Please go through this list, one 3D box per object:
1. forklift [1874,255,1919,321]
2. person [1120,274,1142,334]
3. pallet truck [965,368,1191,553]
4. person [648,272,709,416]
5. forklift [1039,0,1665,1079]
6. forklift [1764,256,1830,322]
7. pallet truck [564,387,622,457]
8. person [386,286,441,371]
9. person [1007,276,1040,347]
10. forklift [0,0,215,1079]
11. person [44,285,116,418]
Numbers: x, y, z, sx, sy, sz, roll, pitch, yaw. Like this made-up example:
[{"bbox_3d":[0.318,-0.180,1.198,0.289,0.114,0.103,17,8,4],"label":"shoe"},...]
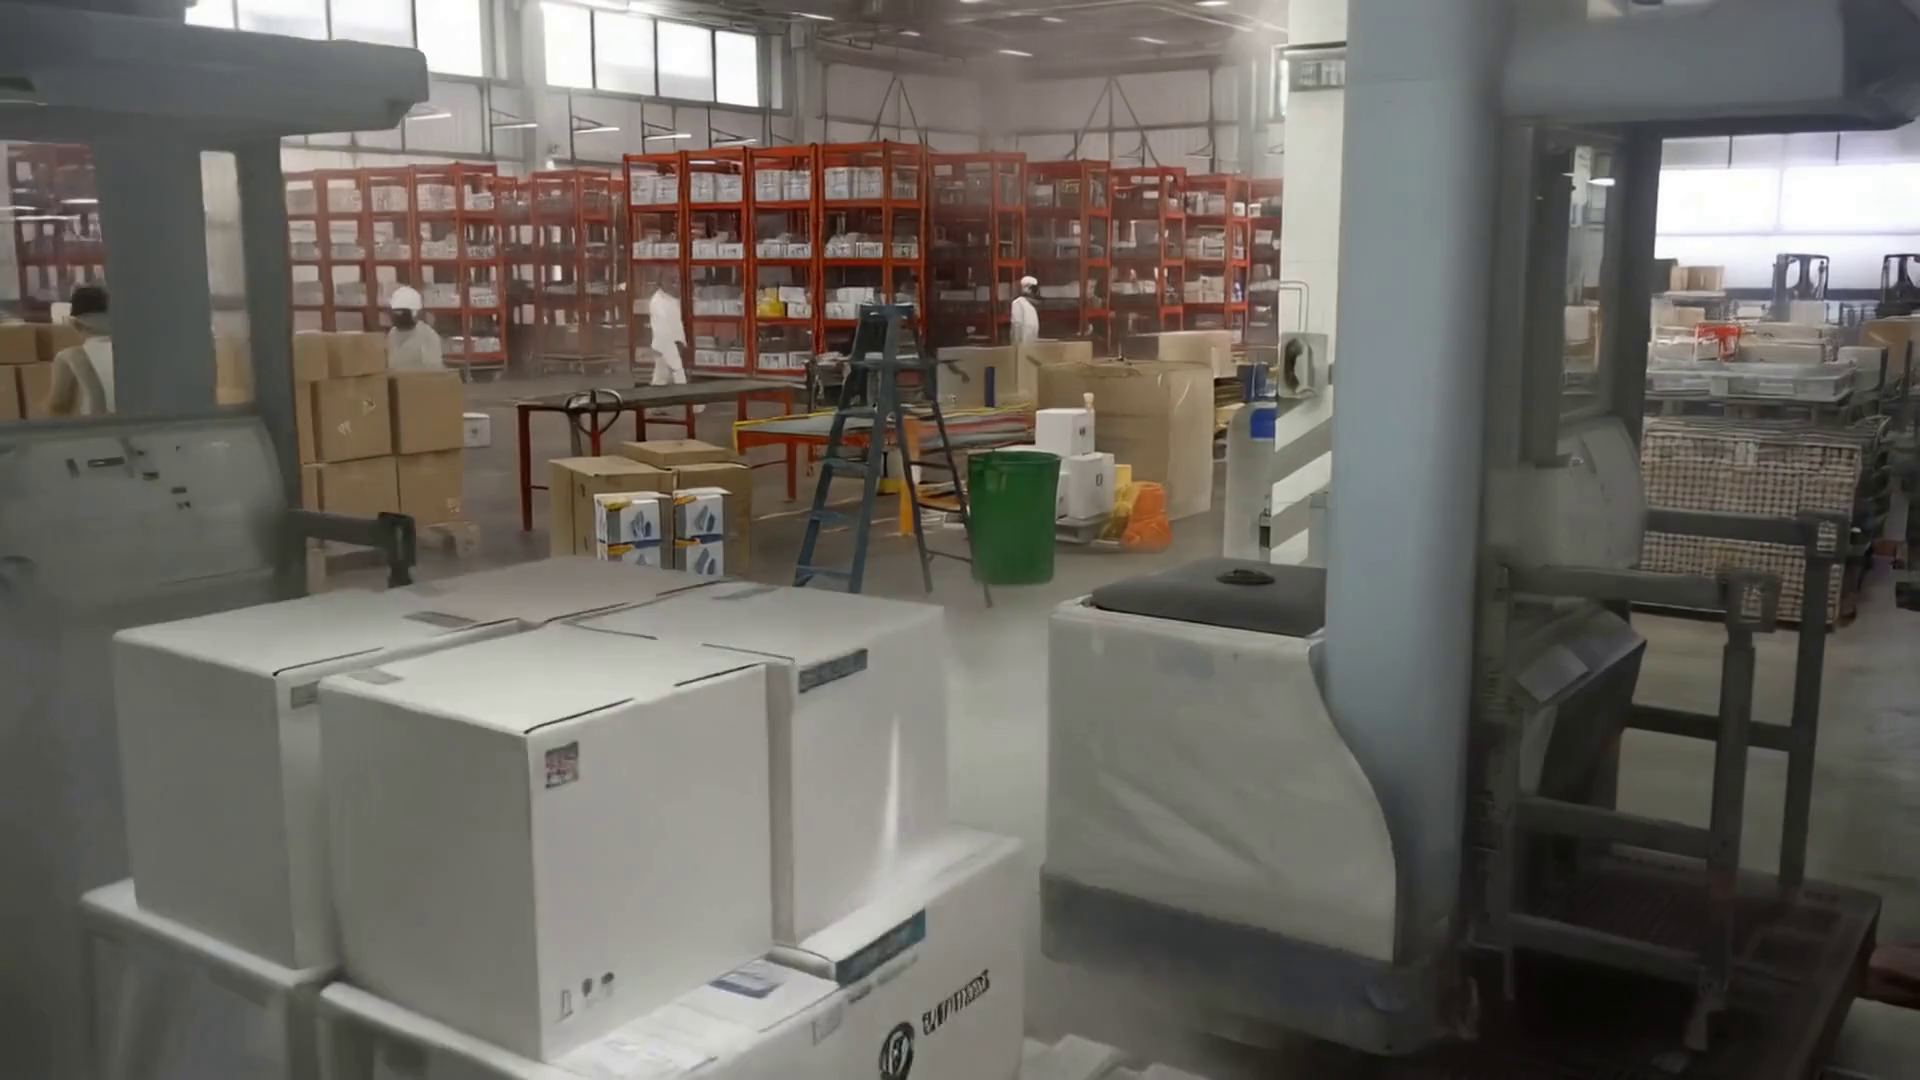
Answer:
[{"bbox_3d":[22.089,-5.634,38.796,1.157,1.987,2.680,6,11,33],"label":"forklift"},{"bbox_3d":[3.143,-4.055,30.954,0.577,1.788,0.628,5,11,27],"label":"person"},{"bbox_3d":[0.845,-0.609,11.869,1.630,1.274,0.653,7,12,35],"label":"pallet truck"},{"bbox_3d":[-3.663,-2.525,21.569,0.930,1.864,0.659,1,10,4],"label":"person"},{"bbox_3d":[1.249,-0.137,4.360,1.873,2.768,1.129,7,12,35],"label":"forklift"},{"bbox_3d":[20.253,-5.854,40.139,1.157,1.987,2.680,7,12,35],"label":"forklift"},{"bbox_3d":[-1.981,-0.274,10.088,0.680,1.201,1.601,-5,11,-28],"label":"pallet truck"},{"bbox_3d":[-4.481,-1.162,13.613,0.611,1.816,0.420,7,12,36],"label":"person"},{"bbox_3d":[0.798,-2.374,20.781,0.401,1.837,0.565,3,10,16],"label":"person"},{"bbox_3d":[-2.417,-0.131,4.323,1.873,2.768,1.129,7,12,35],"label":"forklift"},{"bbox_3d":[-4.916,-0.522,9.631,1.035,1.894,0.596,4,10,23],"label":"person"}]
